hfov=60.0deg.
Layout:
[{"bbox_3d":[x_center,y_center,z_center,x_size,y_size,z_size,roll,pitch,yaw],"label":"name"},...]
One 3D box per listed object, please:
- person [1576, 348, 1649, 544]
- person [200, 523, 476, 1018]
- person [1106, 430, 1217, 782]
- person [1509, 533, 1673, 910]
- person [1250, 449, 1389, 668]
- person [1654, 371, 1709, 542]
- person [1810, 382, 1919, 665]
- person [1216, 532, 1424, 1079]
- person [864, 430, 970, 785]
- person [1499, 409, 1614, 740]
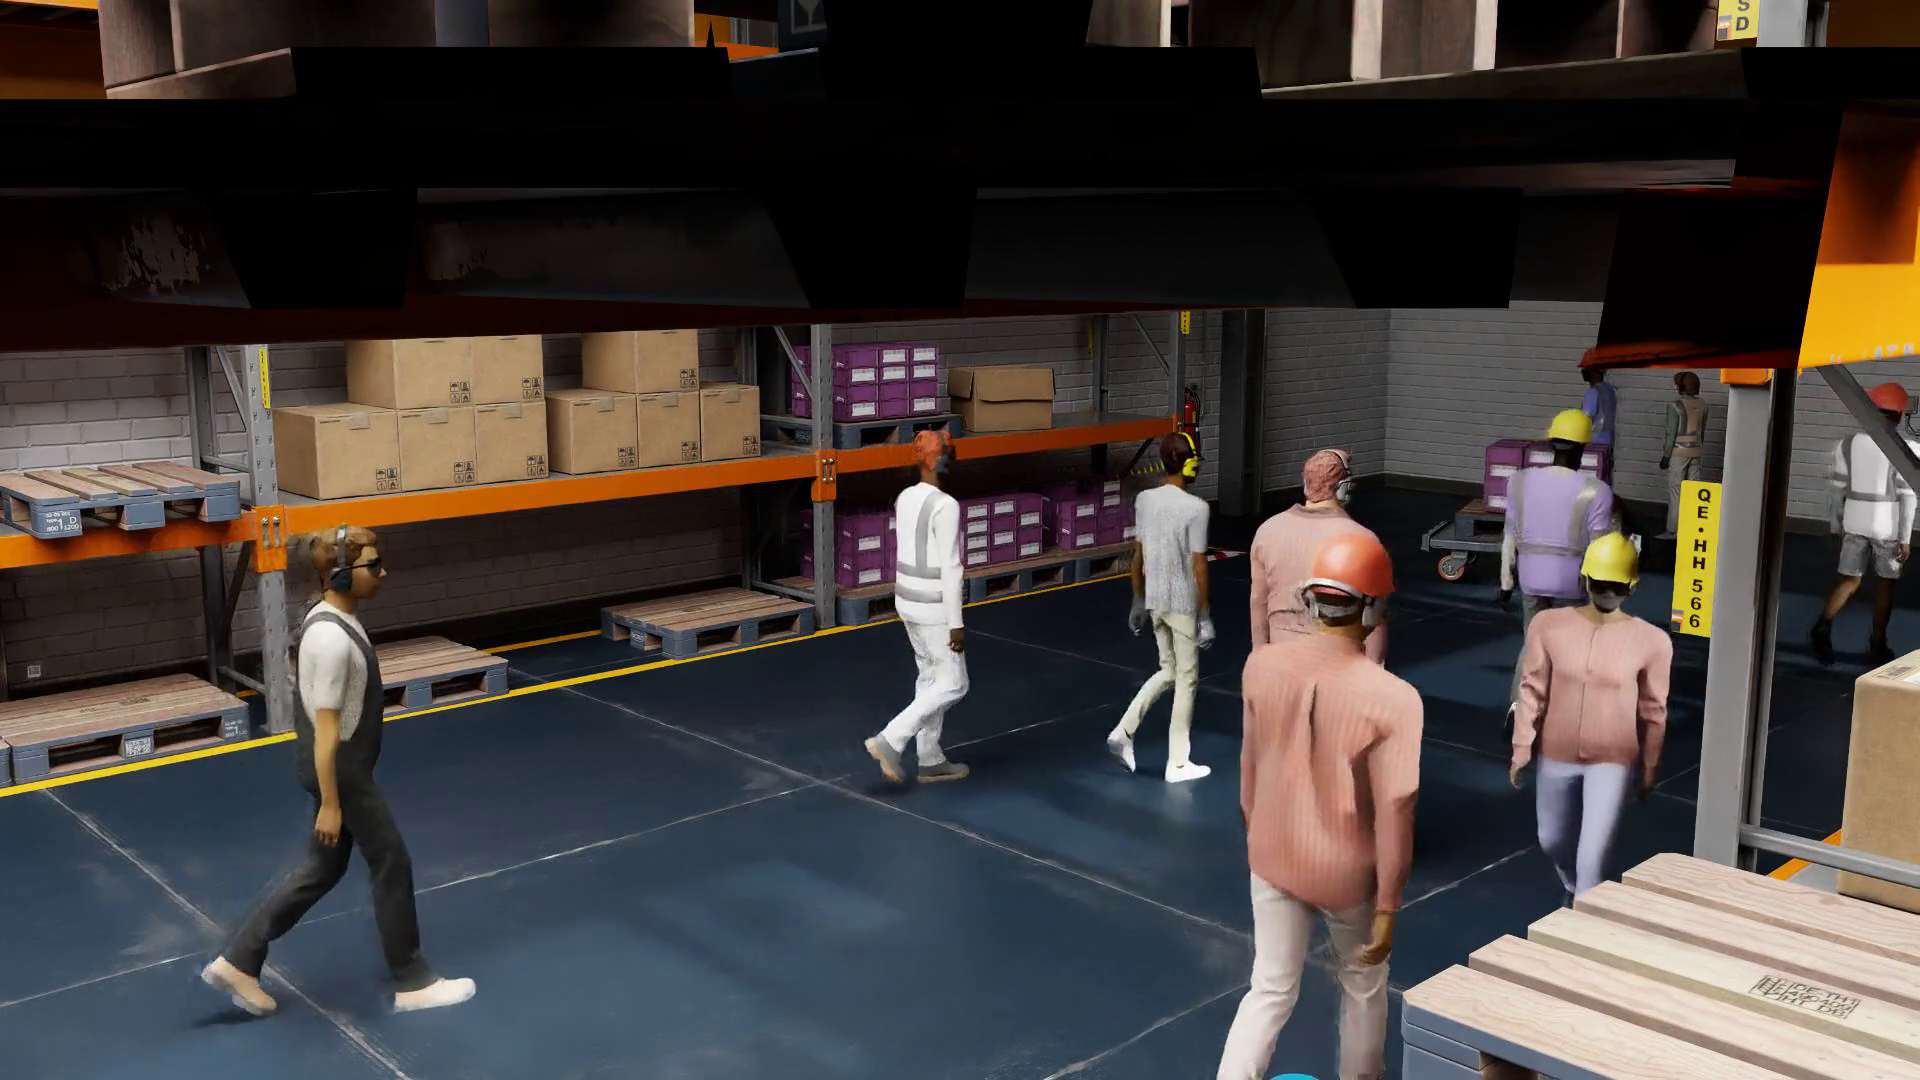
[{"bbox_3d":[6.005,-0.848,15.559,0.999,1.894,0.559,7,12,34],"label":"person"},{"bbox_3d":[-2.264,0.839,5.906,0.883,1.821,0.524,-4,10,-21],"label":"person"},{"bbox_3d":[1.070,0.362,8.588,0.494,1.855,0.520,-7,12,-34],"label":"person"},{"bbox_3d":[2.400,0.803,6.321,0.528,1.734,0.773,6,11,30],"label":"person"},{"bbox_3d":[1.596,0.548,7.329,0.652,1.904,0.403,9,13,43],"label":"person"},{"bbox_3d":[6.962,-0.802,16.005,0.514,1.642,0.307,-5,11,-27],"label":"person"},{"bbox_3d":[6.016,-0.086,11.028,0.796,1.916,0.548,-7,12,-35],"label":"person"},{"bbox_3d":[1.021,0.956,4.848,0.619,1.961,0.914,8,12,39],"label":"person"},{"bbox_3d":[-0.209,0.368,8.492,0.548,1.865,0.599,-5,11,-25],"label":"person"},{"bbox_3d":[3.259,0.236,9.140,0.602,1.907,0.487,8,13,40],"label":"person"}]
